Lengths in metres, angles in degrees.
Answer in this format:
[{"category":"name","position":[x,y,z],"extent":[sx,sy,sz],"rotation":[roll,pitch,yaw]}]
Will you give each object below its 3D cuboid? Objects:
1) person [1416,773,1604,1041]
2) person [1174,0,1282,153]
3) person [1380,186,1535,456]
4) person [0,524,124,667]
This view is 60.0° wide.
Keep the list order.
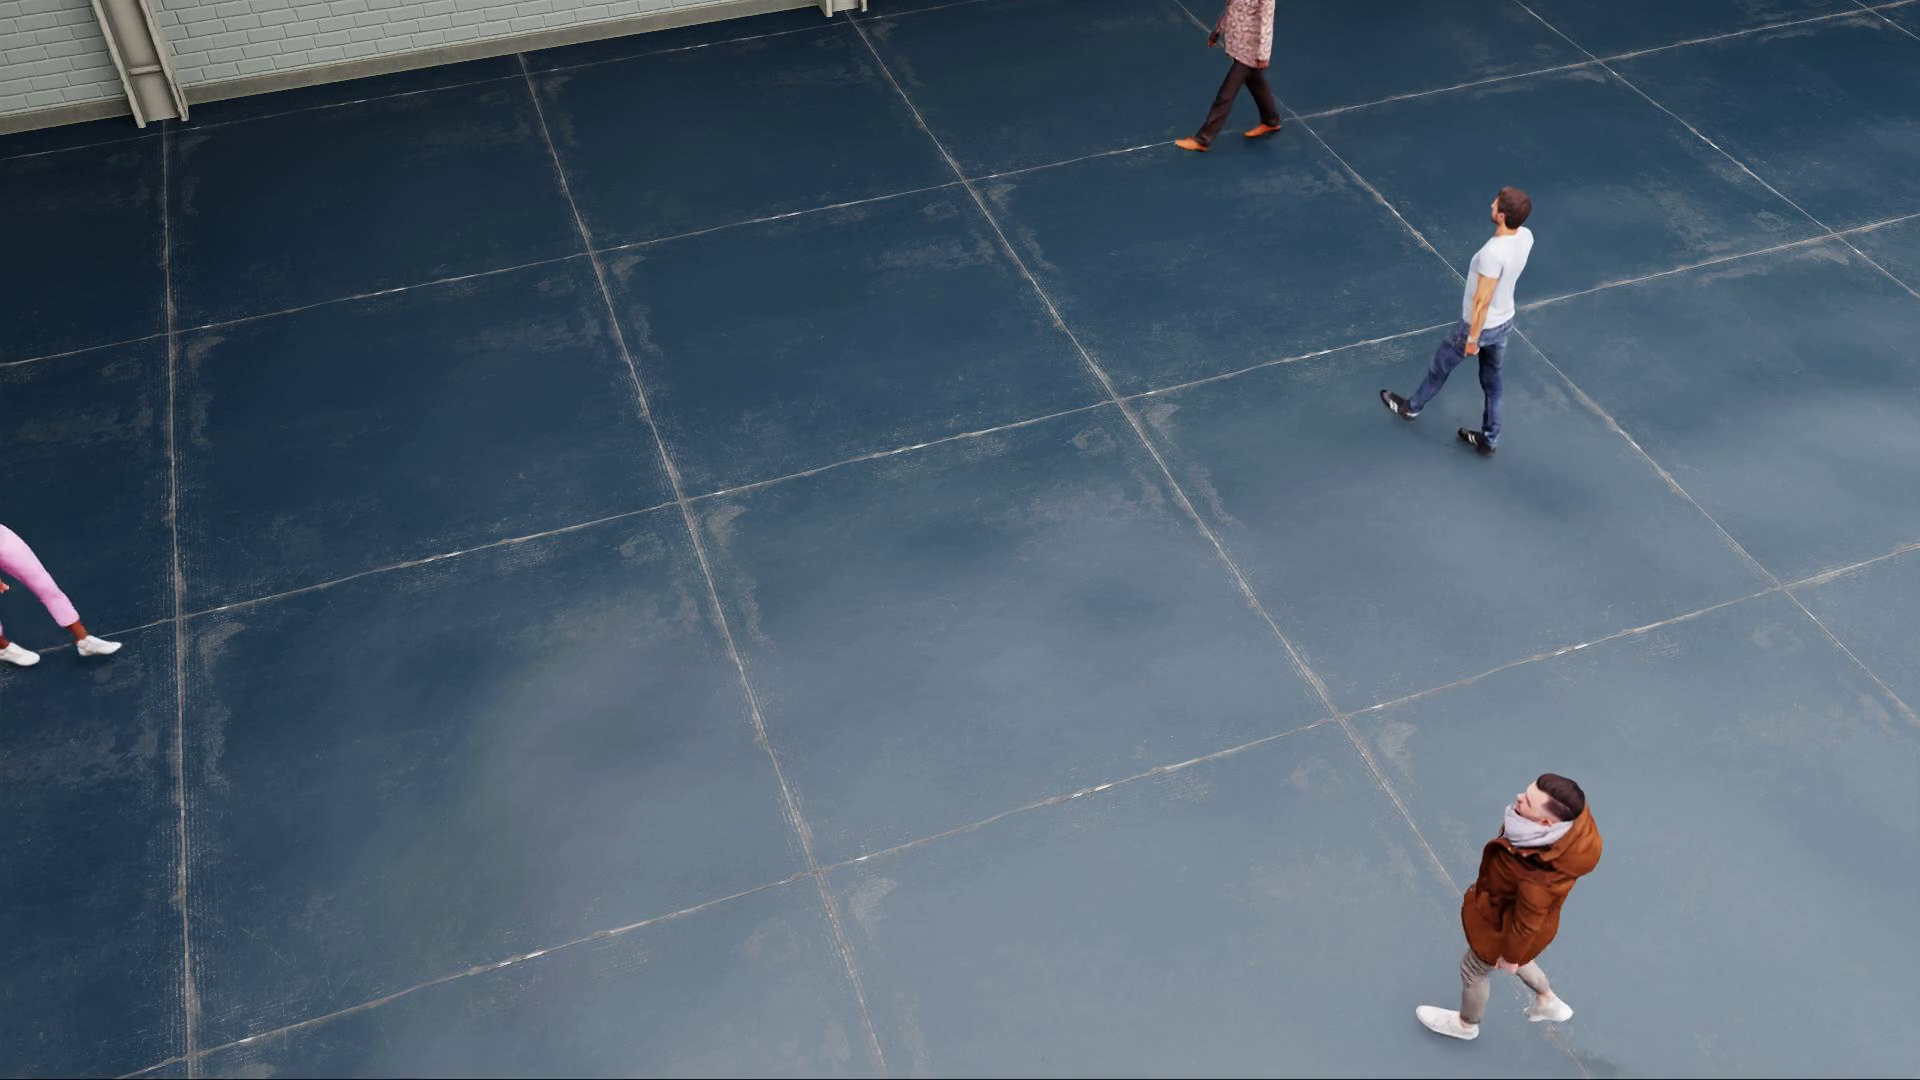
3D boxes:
[{"category":"person","position":[2.458,1.629,7.134],"extent":[1.018,1.823,0.966],"rotation":[20,47,20]},{"category":"person","position":[2.339,-3.894,13.094],"extent":[1.237,1.761,0.810],"rotation":[-8,44,-8]},{"category":"person","position":[3.311,-1.286,10.246],"extent":[1.082,1.836,0.947],"rotation":[-31,51,-29]},{"category":"person","position":[-5.310,0.063,8.890],"extent":[1.038,1.715,0.873],"rotation":[8,44,8]}]
